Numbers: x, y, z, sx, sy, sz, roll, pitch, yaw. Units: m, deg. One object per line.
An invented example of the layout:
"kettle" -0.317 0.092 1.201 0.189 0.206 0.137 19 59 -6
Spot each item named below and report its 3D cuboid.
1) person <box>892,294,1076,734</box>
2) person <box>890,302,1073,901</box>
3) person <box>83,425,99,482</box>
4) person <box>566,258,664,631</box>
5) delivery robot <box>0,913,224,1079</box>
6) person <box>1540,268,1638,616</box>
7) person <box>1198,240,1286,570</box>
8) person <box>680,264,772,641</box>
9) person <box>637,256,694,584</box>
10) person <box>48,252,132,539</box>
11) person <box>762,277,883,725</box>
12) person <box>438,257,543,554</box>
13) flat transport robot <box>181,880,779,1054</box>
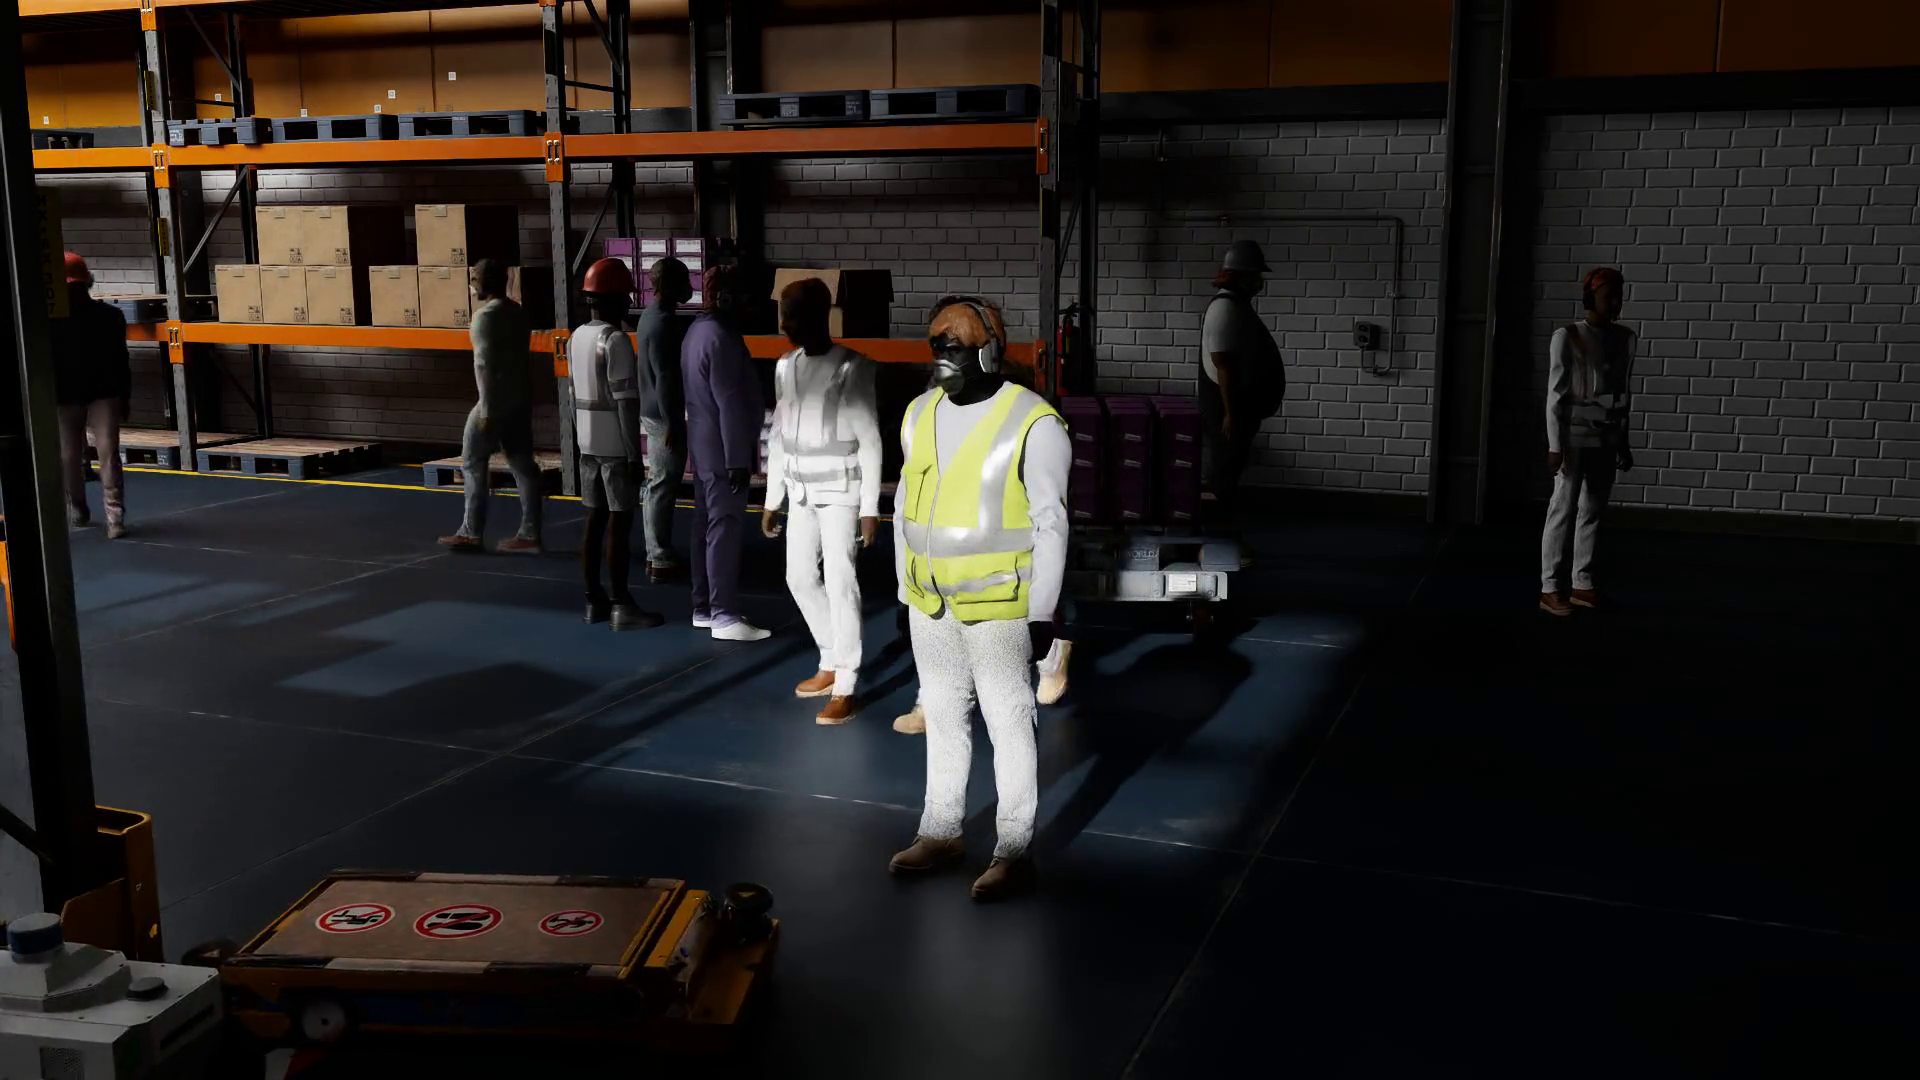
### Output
"person" 0.099 -0.110 6.901 0.761 1.817 0.623 -7 12 -35
"person" 0.033 0.189 5.162 0.634 1.841 0.429 8 13 38
"person" -7.601 -1.437 13.936 0.605 1.943 0.402 -3 11 -15
"person" -1.811 -0.494 8.697 0.357 1.937 0.551 -9 14 -42
"delivery robot" -1.999 1.060 3.633 0.707 0.478 0.477 2 10 11
"person" 3.429 -0.530 9.055 0.576 1.881 0.354 -5 11 -24
"person" 1.758 -0.848 10.387 0.536 2.000 0.688 2 10 10
"person" -1.190 -0.444 8.507 0.400 1.907 0.644 -4 11 -23
"person" -1.748 -0.715 9.926 0.354 1.937 0.635 -3 10 -14
"person" -6.064 -1.008 11.509 0.632 1.959 0.791 -5 11 -26
"person" -0.548 -0.175 7.142 0.632 1.878 0.436 10 14 43
"person" -3.081 -0.854 10.754 0.801 1.914 0.655 3 10 14
"flat transport robot" -1.249 1.104 4.437 1.431 0.197 0.652 1 10 4
